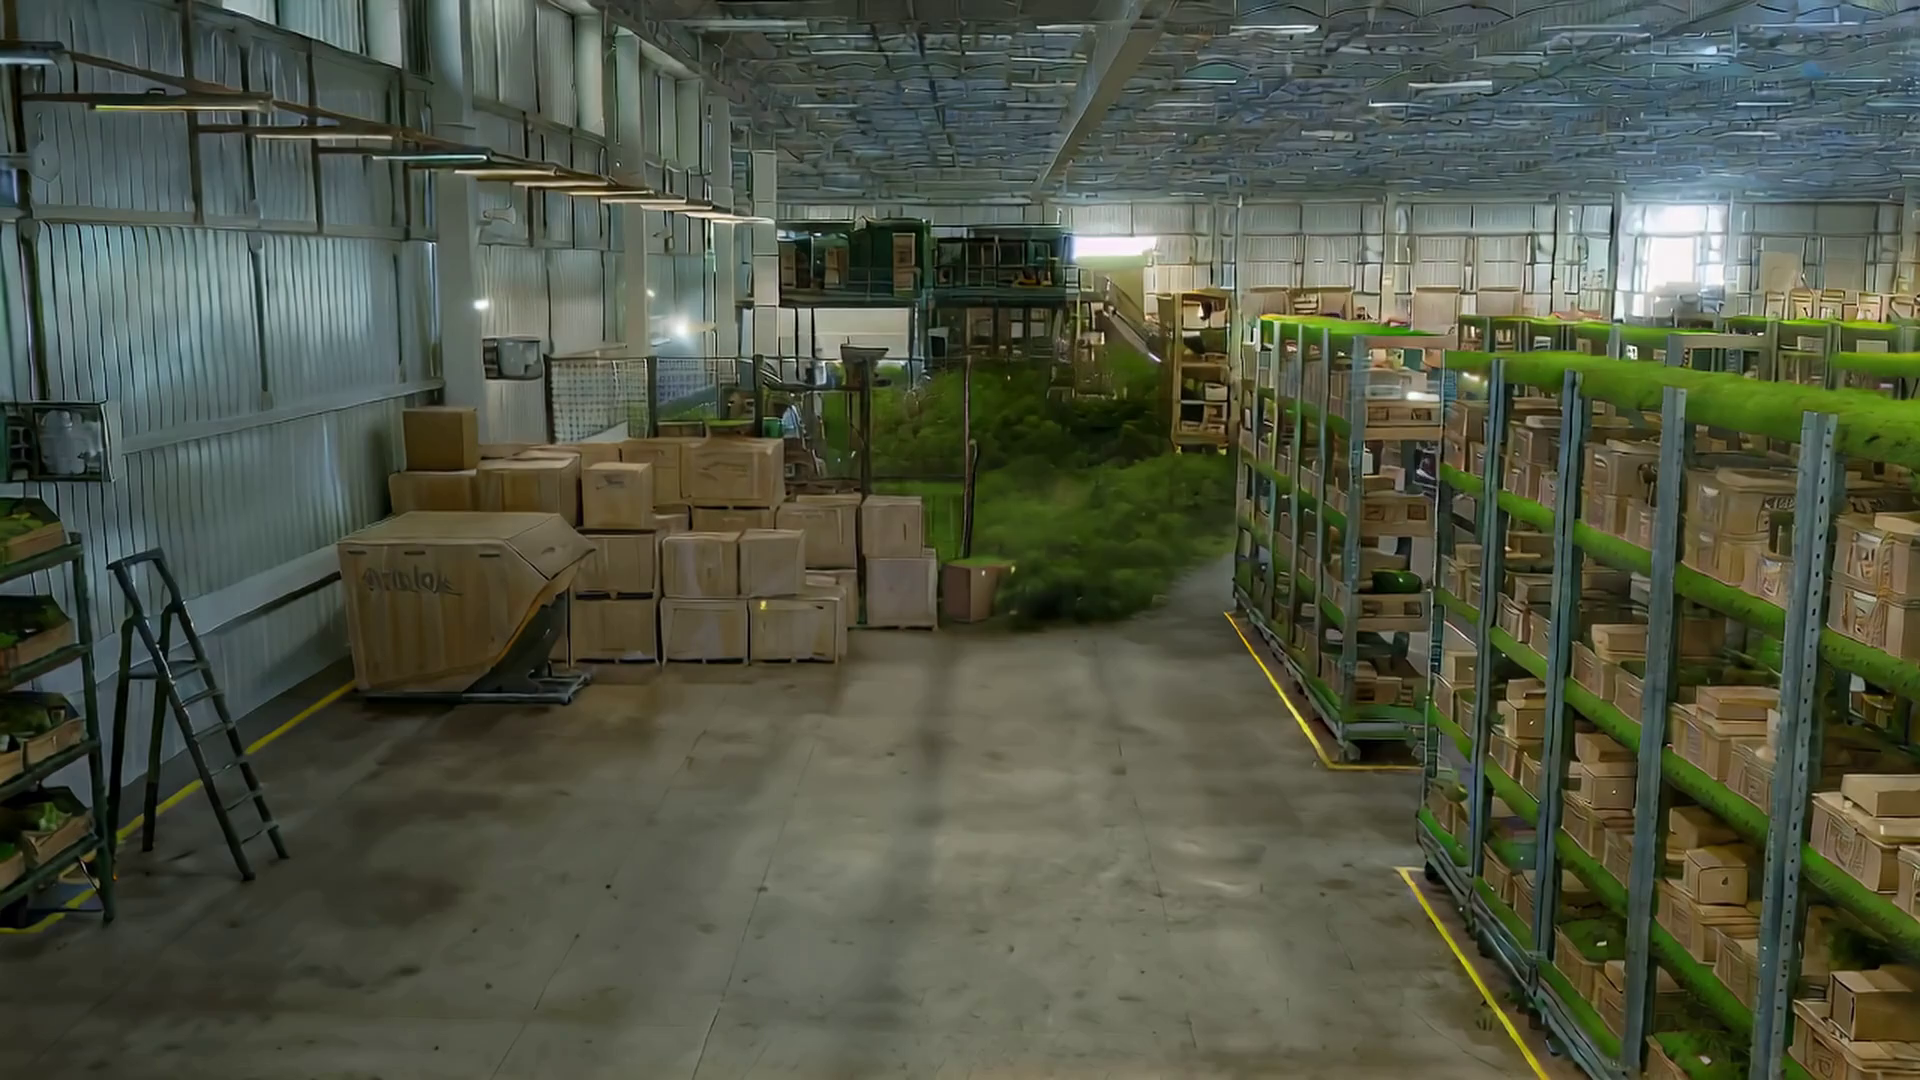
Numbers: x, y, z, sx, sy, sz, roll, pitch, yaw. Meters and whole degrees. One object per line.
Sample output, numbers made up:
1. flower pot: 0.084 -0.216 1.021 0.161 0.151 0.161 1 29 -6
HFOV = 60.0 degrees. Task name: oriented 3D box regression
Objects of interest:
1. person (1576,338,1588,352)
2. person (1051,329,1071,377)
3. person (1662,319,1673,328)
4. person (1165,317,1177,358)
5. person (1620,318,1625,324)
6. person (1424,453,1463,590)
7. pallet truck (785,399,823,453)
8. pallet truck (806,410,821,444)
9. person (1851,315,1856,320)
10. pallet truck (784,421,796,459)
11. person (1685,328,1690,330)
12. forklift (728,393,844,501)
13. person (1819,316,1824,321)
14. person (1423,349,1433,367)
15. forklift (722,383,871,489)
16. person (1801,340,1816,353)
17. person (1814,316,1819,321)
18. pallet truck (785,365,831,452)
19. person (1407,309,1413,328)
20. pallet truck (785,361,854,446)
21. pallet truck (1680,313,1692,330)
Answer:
1. person: 24.430 -7.547 65.703 0.687 2.000 0.882 0 9 -1
2. person: 3.909 -7.223 64.285 0.714 1.864 0.583 0 9 -2
3. person: 32.766 -9.306 77.096 0.526 1.864 0.315 1 9 5
4. person: 9.975 -9.598 78.710 0.571 1.922 0.500 -1 9 -5
5. person: 30.841 -9.416 77.612 0.586 1.920 0.398 8 12 41
6. person: 6.315 -0.219 21.213 0.682 1.809 0.612 3 10 18
7. pallet truck: -3.814 -2.432 36.419 1.630 1.274 0.653 0 9 1
8. pallet truck: -3.559 -2.018 33.905 1.522 1.261 0.704 0 9 -1
9. person: 44.000 -10.140 82.093 0.505 1.918 0.644 2 9 14
10. pallet truck: -4.013 -1.793 32.705 1.601 1.201 0.680 0 9 1
11. person: 26.664 -6.789 61.160 0.379 1.996 0.608 -4 10 -24
12. forklift: -2.979 -1.316 26.476 2.680 1.987 1.157 0 9 1
13. person: 42.946 -10.243 82.997 0.622 1.836 0.431 3 10 16
14. person: 15.334 -5.778 54.996 0.945 1.978 0.686 2 10 15
15. forklift: -2.893 -1.687 28.729 2.680 1.987 1.157 0 9 -1
16. person: 28.085 -5.761 55.388 0.597 1.807 0.681 0 9 -1
17. person: 41.211 -9.798 80.007 0.394 1.910 0.586 -1 9 -5
18. pallet truck: -3.774 -2.976 37.635 1.885 1.965 0.823 1 9 5
19. person: 25.601 -12.183 94.687 0.399 1.918 0.589 6 11 34
20. pallet truck: -3.410 -3.193 38.978 1.885 1.965 0.823 0 9 -1
21. pallet truck: 36.315 -10.531 84.244 0.823 1.965 1.885 -6 11 -33
